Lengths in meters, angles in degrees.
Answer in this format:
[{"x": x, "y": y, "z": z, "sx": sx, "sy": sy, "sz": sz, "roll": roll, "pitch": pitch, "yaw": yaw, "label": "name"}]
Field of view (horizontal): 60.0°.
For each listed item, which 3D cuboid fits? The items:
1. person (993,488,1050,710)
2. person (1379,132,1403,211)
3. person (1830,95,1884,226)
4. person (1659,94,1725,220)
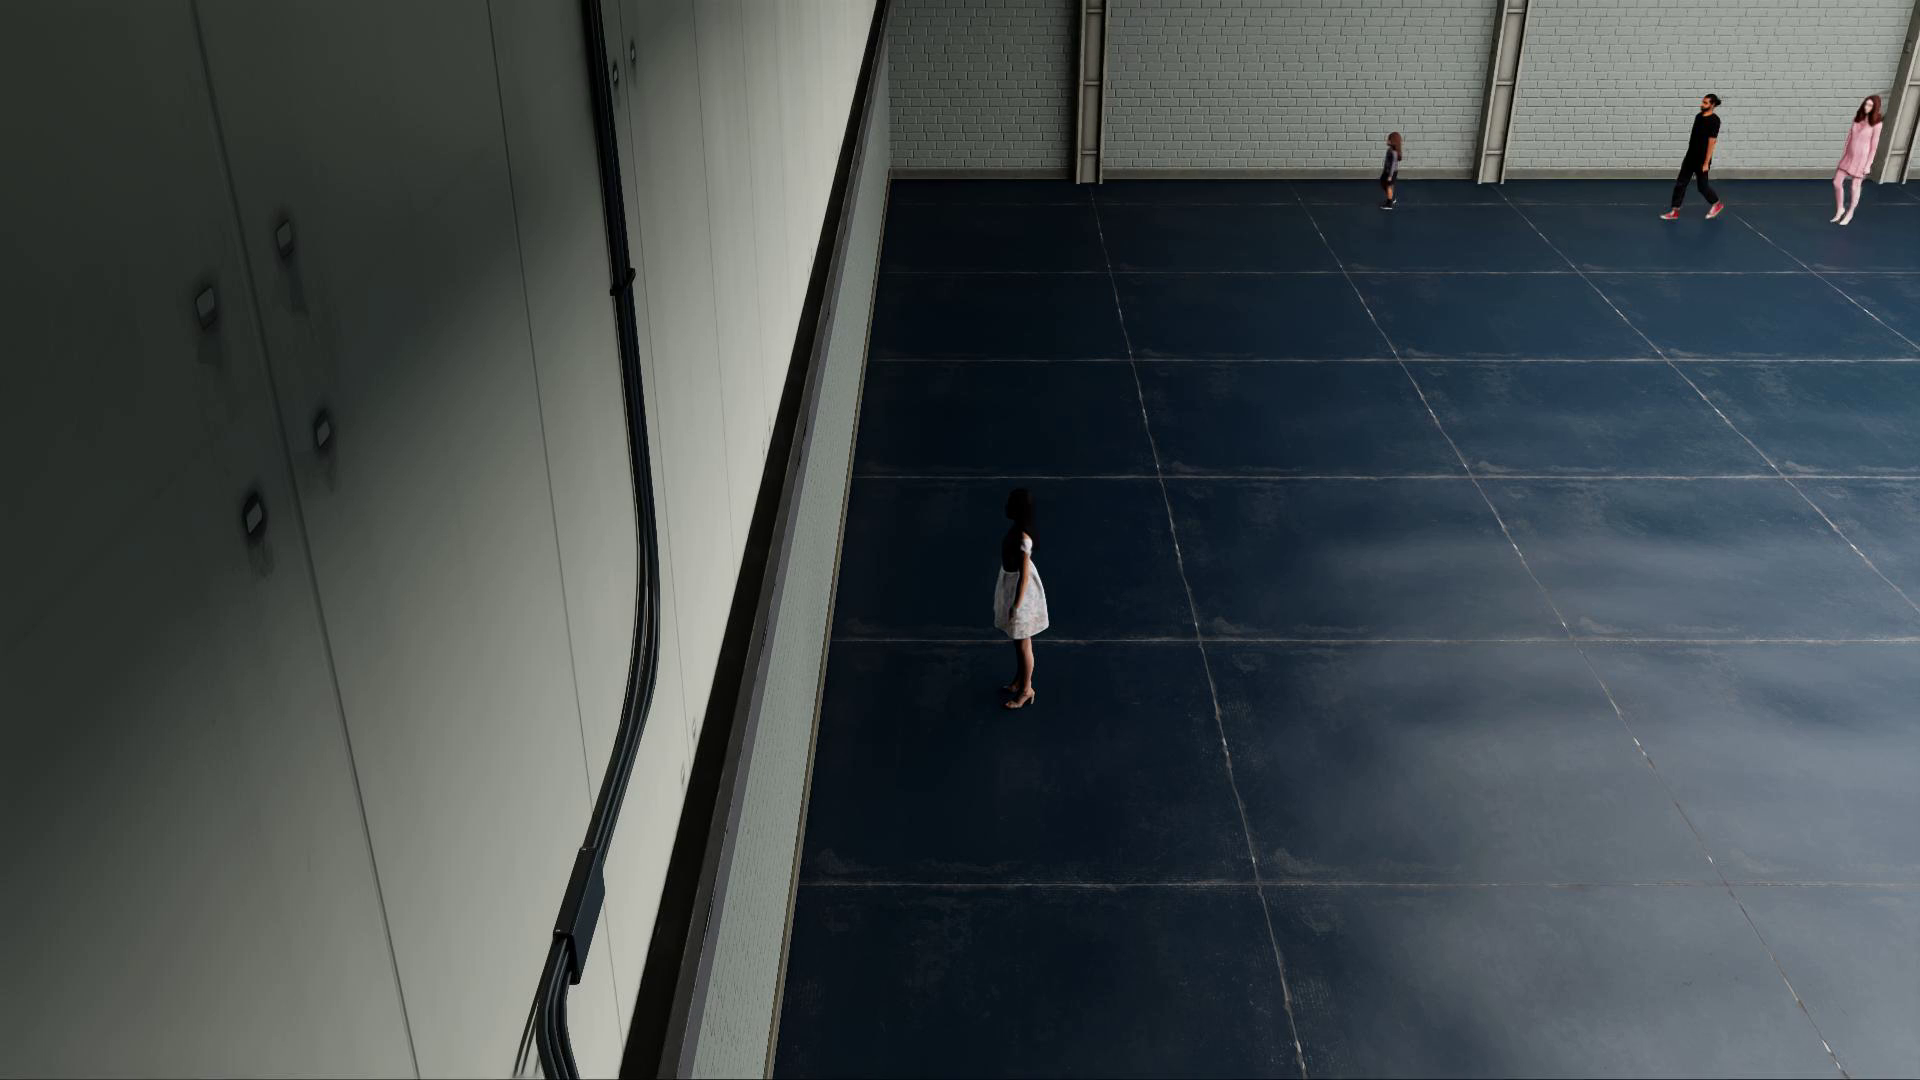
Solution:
[{"x": 0.433, "y": 0.423, "z": 12.163, "sx": 0.614, "sy": 1.774, "sz": 0.632, "roll": 0, "pitch": 28, "yaw": 1, "label": "person"}, {"x": 6.127, "y": -5.208, "z": 23.457, "sx": 0.491, "sy": 1.097, "sz": 0.483, "roll": 1, "pitch": 28, "yaw": 1, "label": "person"}, {"x": 12.269, "y": -5.166, "z": 22.647, "sx": 0.818, "sy": 1.784, "sz": 0.774, "roll": -16, "pitch": 32, "yaw": -27, "label": "person"}, {"x": 10.223, "y": -5.232, "z": 22.821, "sx": 1.176, "sy": 1.737, "sz": 0.825, "roll": -7, "pitch": 29, "yaw": -13, "label": "person"}]
